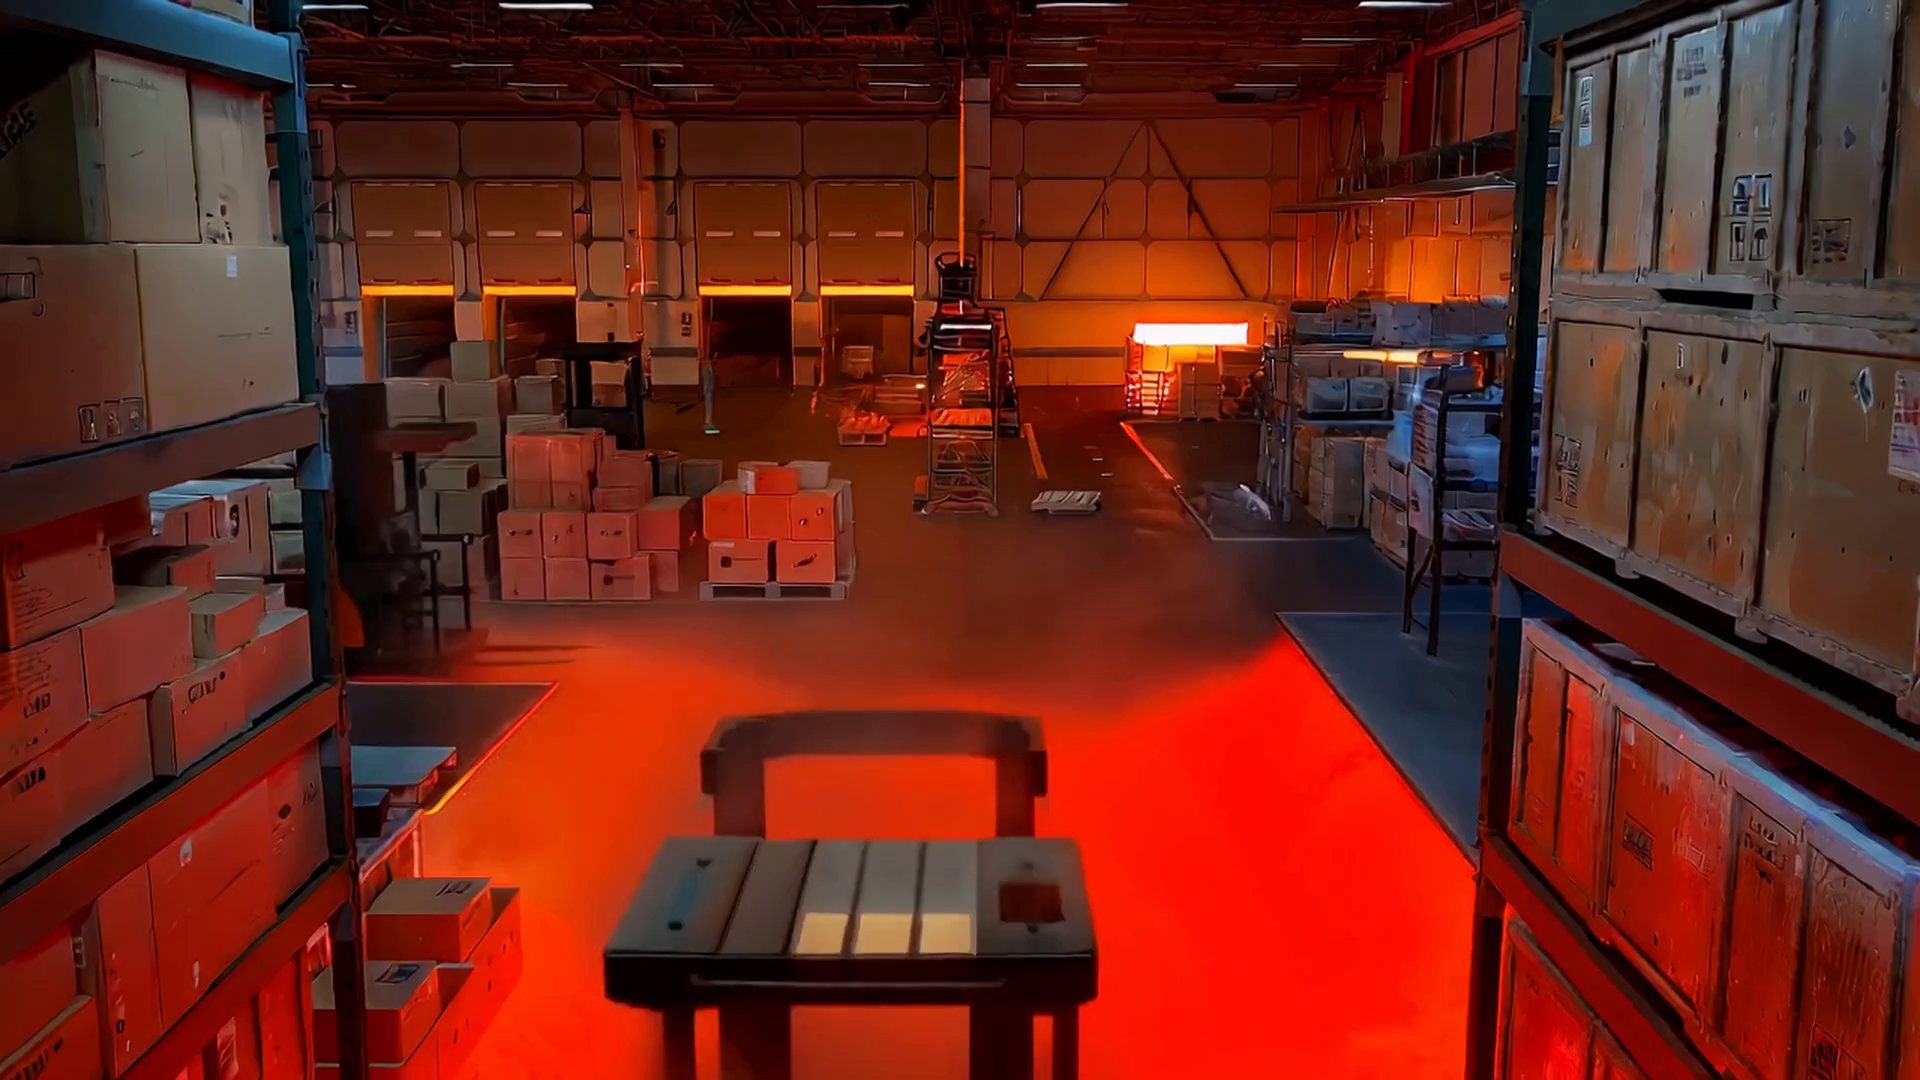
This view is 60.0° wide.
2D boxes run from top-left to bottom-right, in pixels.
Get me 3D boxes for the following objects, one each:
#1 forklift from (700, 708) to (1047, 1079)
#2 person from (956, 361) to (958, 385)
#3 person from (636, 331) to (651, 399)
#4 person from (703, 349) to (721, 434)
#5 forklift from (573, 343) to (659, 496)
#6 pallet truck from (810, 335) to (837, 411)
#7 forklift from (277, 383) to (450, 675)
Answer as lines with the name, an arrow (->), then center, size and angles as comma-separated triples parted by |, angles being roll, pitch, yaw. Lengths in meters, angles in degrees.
forklift -> -0.228, 1.886, 4.821 | 1.129, 2.768, 1.873 | 0, 10, 1
person -> 0.144, -3.995, 41.631 | 0.576, 1.881, 0.354 | 8, 13, 39
person -> -8.962, -4.943, 46.975 | 0.543, 1.929, 0.387 | 8, 12, 38
person -> -5.689, -3.400, 38.032 | 0.373, 1.941, 0.627 | -2, 10, -14
forklift -> -5.085, -1.475, 24.210 | 1.129, 2.768, 1.873 | 0, 10, 1
pallet truck -> -3.021, -4.312, 43.126 | 1.885, 1.965, 0.823 | 3, 10, 17
forklift -> -5.921, -0.136, 16.486 | 1.873, 2.768, 1.129 | 0, 10, 1
